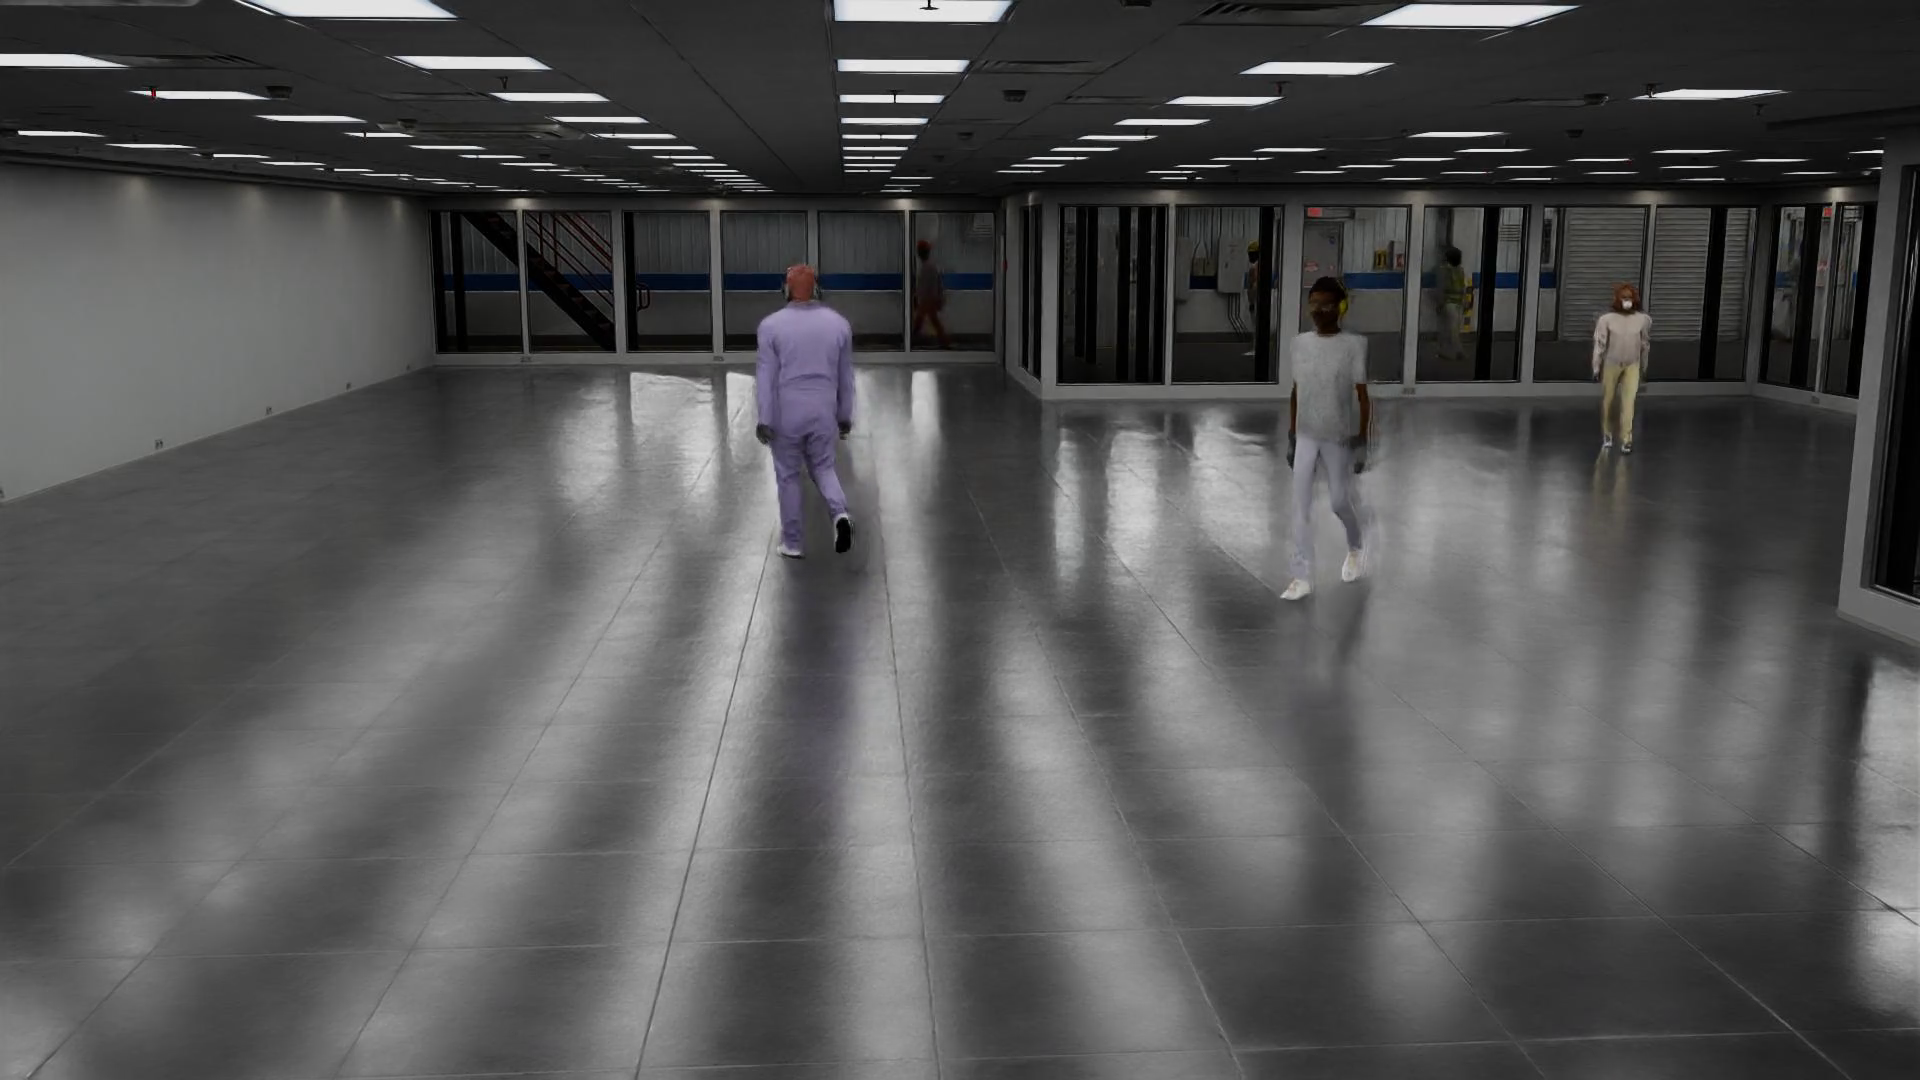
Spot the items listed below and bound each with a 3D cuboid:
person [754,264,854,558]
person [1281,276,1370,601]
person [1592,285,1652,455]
[{"bbox_3d":[-0.967,-0.797,10.543,0.658,1.892,0.593,-6,12,-28],"label":"person"},{"bbox_3d":[2.145,-0.602,9.630,0.521,1.847,0.841,7,13,35],"label":"person"},{"bbox_3d":[6.308,-1.645,15.906,0.516,1.591,0.855,3,11,13],"label":"person"}]
